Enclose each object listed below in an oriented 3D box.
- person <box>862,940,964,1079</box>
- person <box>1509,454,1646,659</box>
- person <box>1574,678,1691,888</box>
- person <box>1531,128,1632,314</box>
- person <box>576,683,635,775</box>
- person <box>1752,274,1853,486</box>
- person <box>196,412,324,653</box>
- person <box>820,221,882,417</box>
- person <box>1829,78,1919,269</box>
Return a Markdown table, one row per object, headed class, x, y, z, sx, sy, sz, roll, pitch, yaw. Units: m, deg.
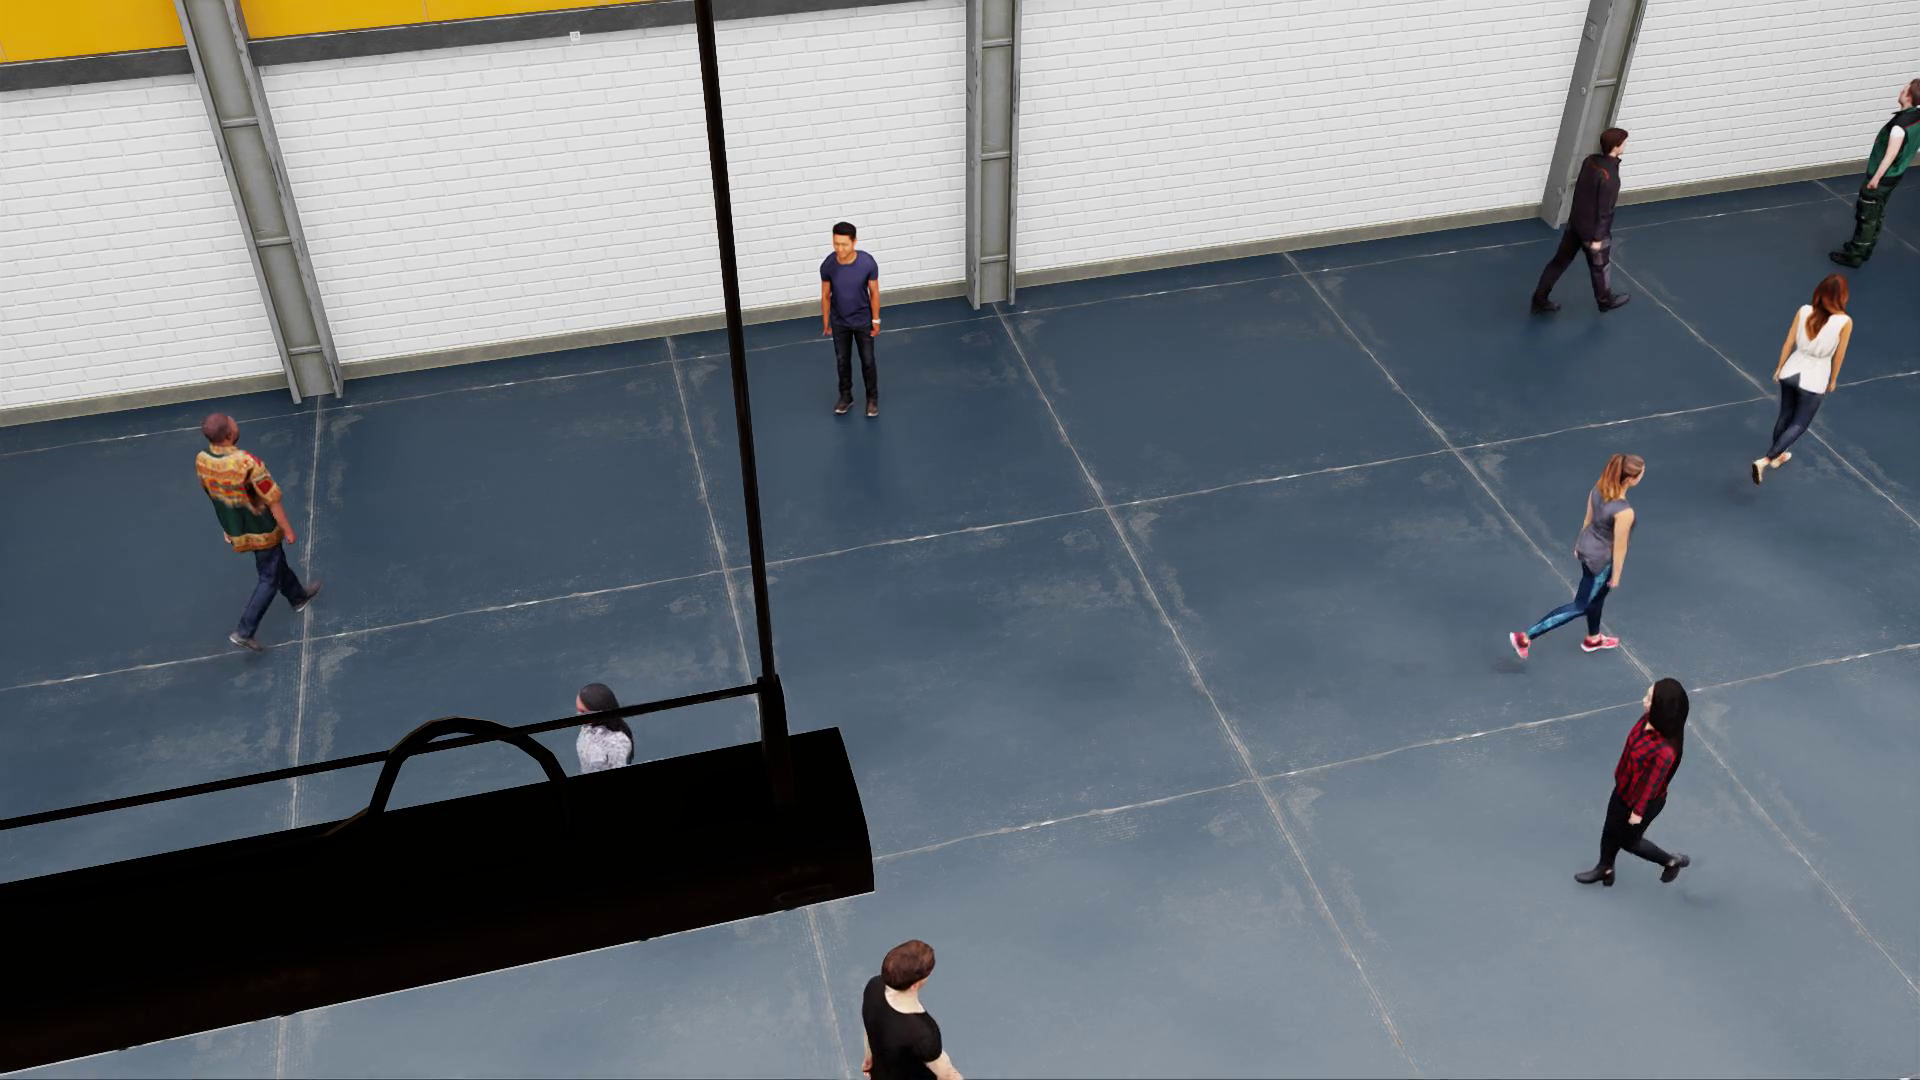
| class | x | y | z | sx | sy | sz | roll | pitch | yaw |
| --- | --- | --- | --- | --- | --- | --- | --- | --- | --- |
| person | -0.333 | 2.649 | 7.897 | 1.273 | 1.842 | 0.868 | -20 | 43 | -23 |
| person | 4.187 | 0.158 | 11.131 | 1.117 | 1.696 | 0.633 | -6 | 39 | -8 |
| person | 3.997 | 1.454 | 9.554 | 0.907 | 1.641 | 0.743 | 3 | 39 | 3 |
| person | 5.471 | -2.754 | 14.704 | 1.131 | 1.789 | 0.787 | -7 | 39 | -9 |
| person | -1.898 | 1.431 | 9.533 | 0.959 | 1.702 | 0.822 | -31 | 48 | -32 |
| person | 6.453 | -1.198 | 12.772 | 1.040 | 1.769 | 0.839 | -29 | 47 | -31 |
| person | -4.848 | -0.041 | 11.313 | 1.178 | 1.782 | 1.168 | 14 | 41 | 17 |
| person | -0.871 | -1.815 | 13.530 | 0.617 | 1.787 | 0.768 | 4 | 39 | 5 |
| person | 8.613 | -3.424 | 15.500 | 0.673 | 1.841 | 0.790 | -30 | 47 | -32 |
